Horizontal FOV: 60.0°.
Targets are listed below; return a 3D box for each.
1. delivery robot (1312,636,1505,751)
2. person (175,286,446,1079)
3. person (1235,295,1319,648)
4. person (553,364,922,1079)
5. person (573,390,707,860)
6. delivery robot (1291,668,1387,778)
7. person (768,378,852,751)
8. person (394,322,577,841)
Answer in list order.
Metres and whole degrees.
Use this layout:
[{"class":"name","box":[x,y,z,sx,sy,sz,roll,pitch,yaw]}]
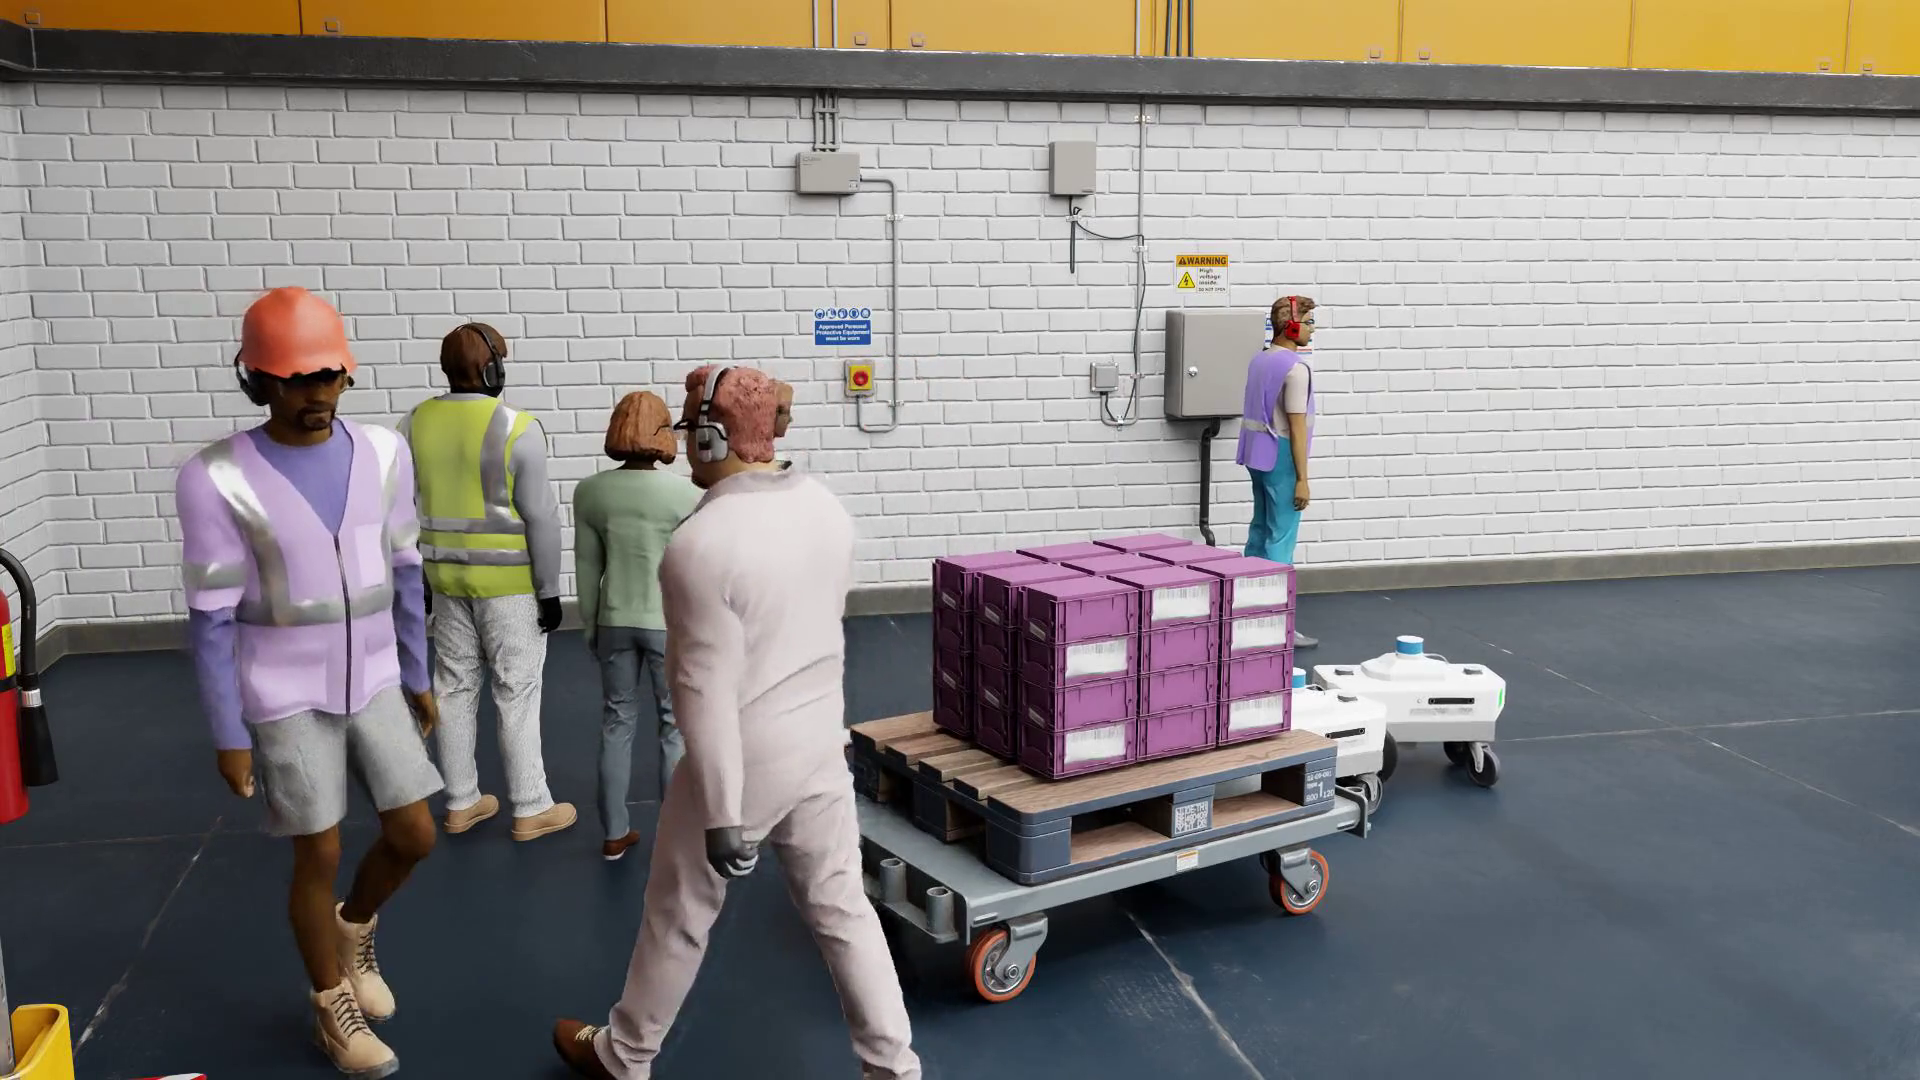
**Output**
[{"class":"delivery robot","box":[1.782,0.626,6.621,0.707,0.478,0.477,0,10,-2]},{"class":"person","box":[-1.582,0.382,4.166,0.445,2.020,0.632,9,14,41]},{"class":"person","box":[1.663,-0.359,8.758,0.381,1.844,0.566,-3,11,-14]},{"class":"person","box":[-0.509,0.506,3.974,1.035,1.846,0.652,6,12,31]},{"class":"person","box":[-1.073,0.308,5.678,0.496,1.630,0.270,3,11,16]},{"class":"delivery robot","box":[1.217,0.714,6.131,0.707,0.478,0.477,-5,11,-25]},{"class":"person","box":[-0.707,0.179,6.473,0.849,1.598,0.534,-4,11,-21]},{"class":"person","box":[-1.676,0.155,5.921,0.626,1.846,0.429,4,11,19]}]
